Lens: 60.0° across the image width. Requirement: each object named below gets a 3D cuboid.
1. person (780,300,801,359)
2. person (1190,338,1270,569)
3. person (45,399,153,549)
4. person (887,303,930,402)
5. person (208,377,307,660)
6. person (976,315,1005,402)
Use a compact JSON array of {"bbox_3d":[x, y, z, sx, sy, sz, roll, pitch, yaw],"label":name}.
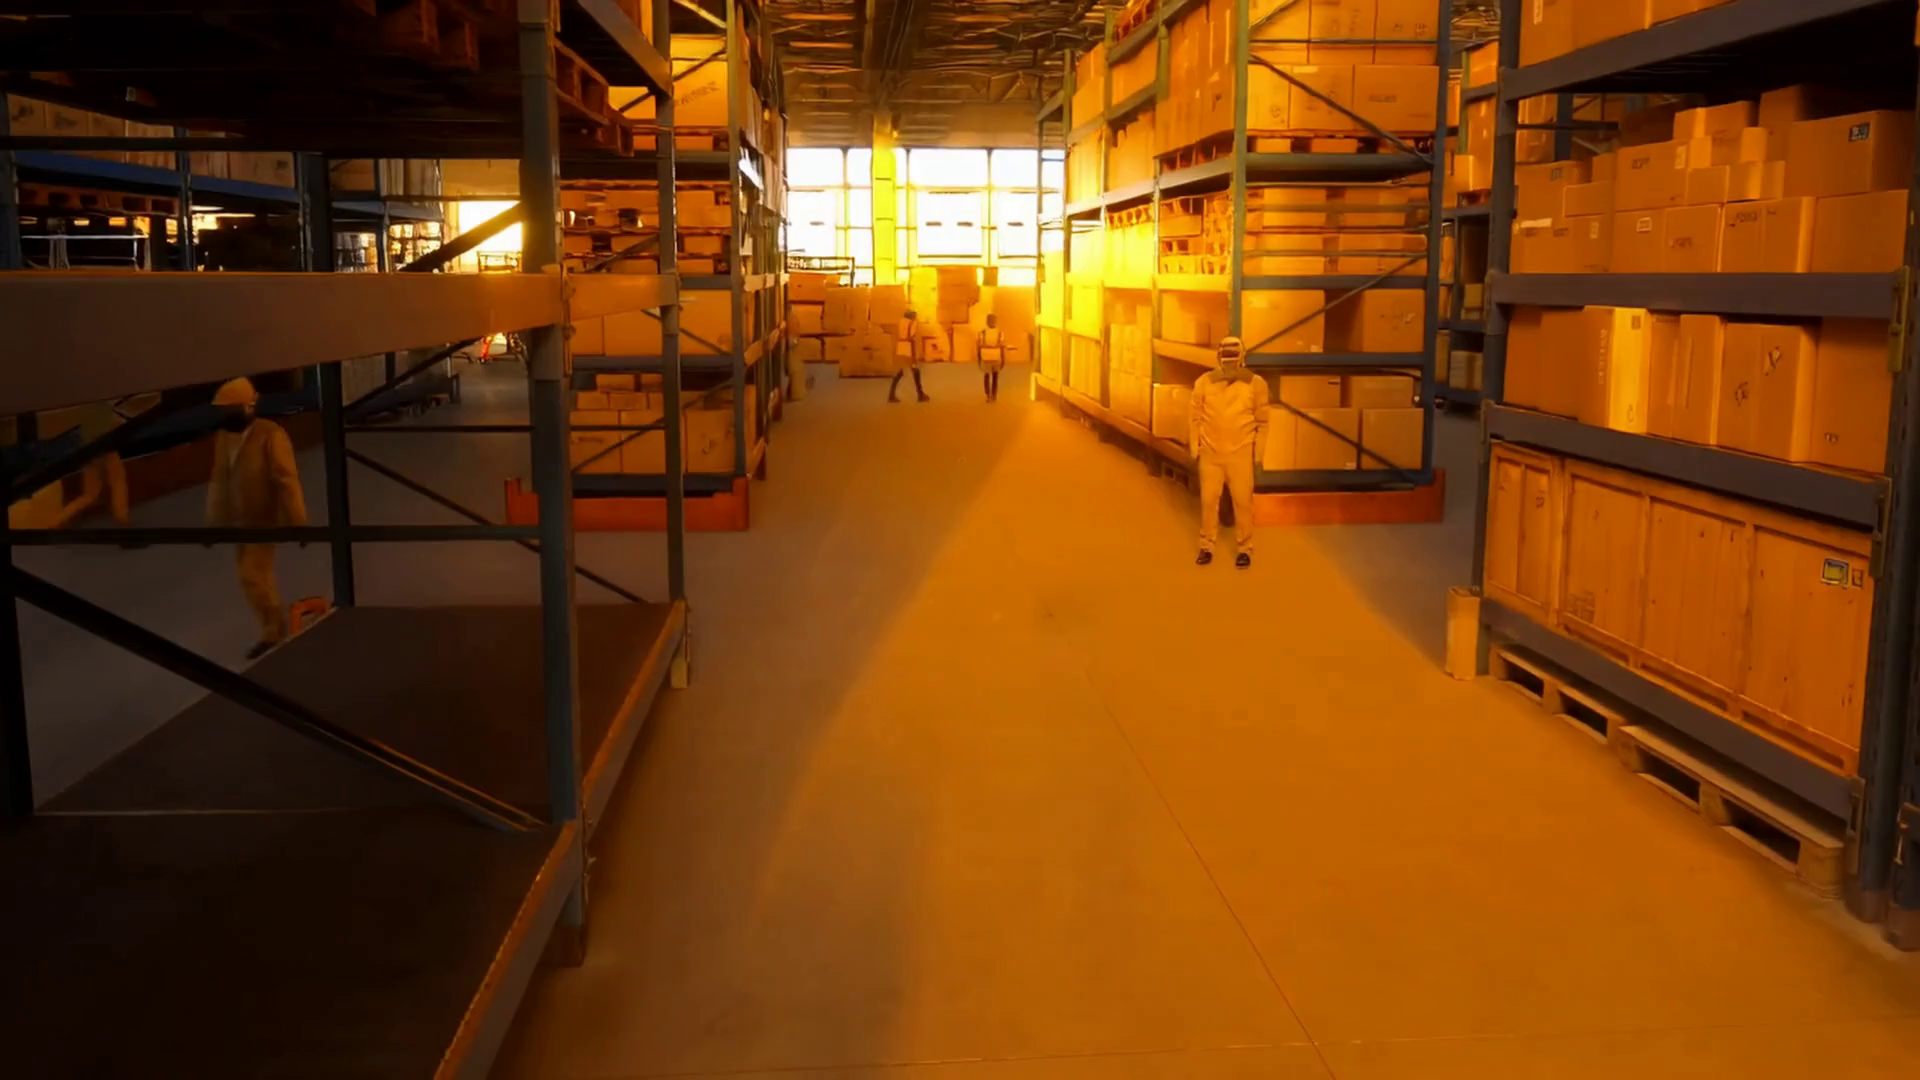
[{"bbox_3d":[-3.466,-3.924,33.792,0.568,1.911,0.667,5,10,30],"label":"person"},{"bbox_3d":[2.201,-0.710,13.679,0.645,1.898,0.396,3,10,20],"label":"person"},{"bbox_3d":[-7.546,-0.765,14.472,0.777,1.739,0.529,-1,9,-4],"label":"person"},{"bbox_3d":[-1.024,-3.554,31.548,0.983,1.895,0.561,-9,13,-44],"label":"person"},{"bbox_3d":[-4.357,-0.125,10.283,0.665,1.806,0.504,4,10,26],"label":"person"},{"bbox_3d":[0.578,-3.458,31.692,0.544,1.647,0.861,0,9,0],"label":"person"}]
